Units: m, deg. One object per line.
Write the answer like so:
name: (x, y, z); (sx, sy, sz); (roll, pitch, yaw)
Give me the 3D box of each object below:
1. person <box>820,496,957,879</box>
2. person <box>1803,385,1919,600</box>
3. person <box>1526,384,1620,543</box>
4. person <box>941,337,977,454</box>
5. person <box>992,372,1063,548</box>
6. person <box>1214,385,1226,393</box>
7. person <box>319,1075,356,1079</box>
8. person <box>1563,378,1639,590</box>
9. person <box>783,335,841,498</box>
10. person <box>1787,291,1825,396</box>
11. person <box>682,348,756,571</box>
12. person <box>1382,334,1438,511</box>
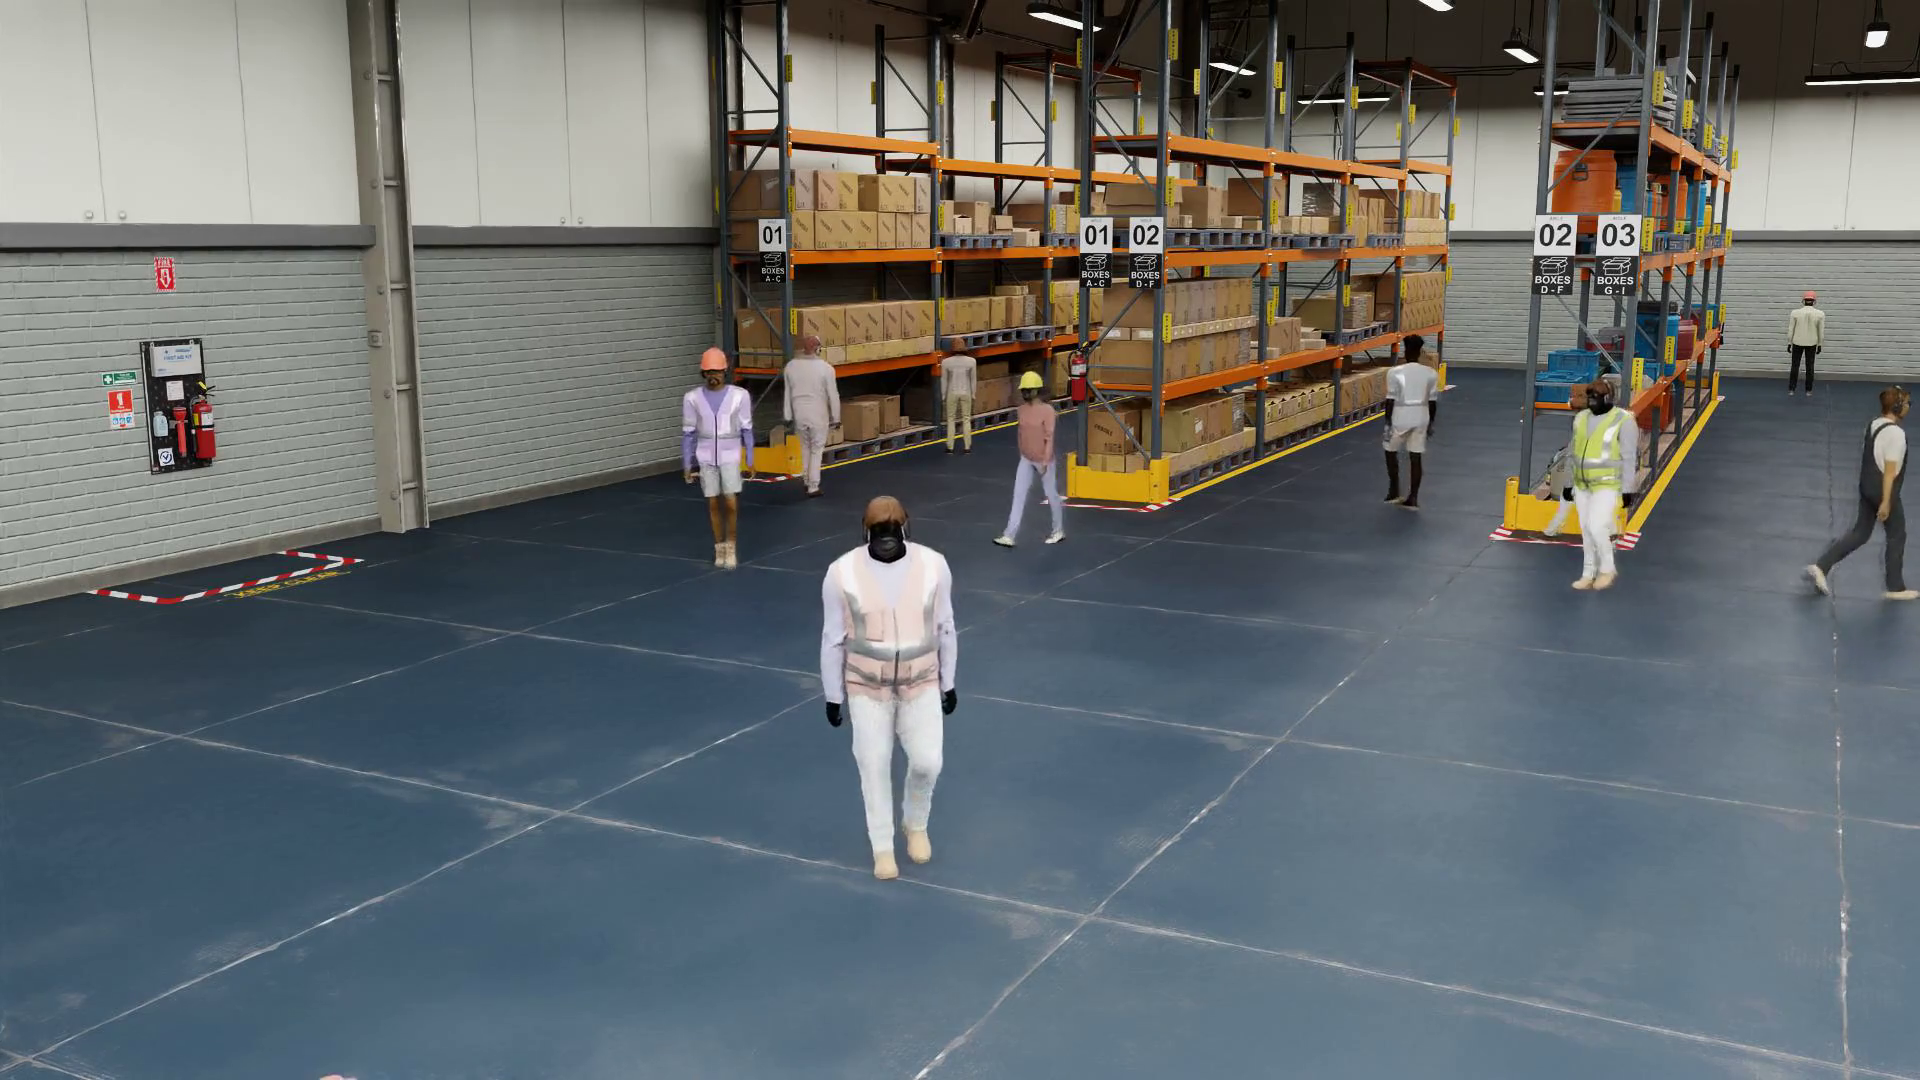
person: (-0.335, 0.695, 7.871); (0.661, 1.830, 0.447); (-2, 11, -8)
person: (7.568, -0.382, 13.810); (0.884, 1.818, 0.513); (0, 10, -1)
person: (6.105, -0.732, 16.337); (0.890, 1.587, 0.502); (4, 11, 19)
person: (-0.016, -1.995, 23.121); (0.501, 1.629, 0.287); (-1, 10, -3)
person: (0.713, -0.774, 16.179); (0.536, 1.715, 0.905); (9, 14, 41)
person: (3.845, -2.537, 25.349); (0.584, 1.882, 0.344); (5, 12, 26)
person: (-0.831, 1.655, 2.498); (0.437, 1.885, 0.658); (-6, 12, -30)
person: (5.424, -0.462, 14.179); (0.450, 1.829, 0.659); (-5, 12, -27)
person: (-1.678, -1.450, 19.416); (0.668, 1.883, 0.664); (4, 11, 22)
person: (16.060, -3.735, 31.604); (0.613, 1.988, 0.402); (4, 11, 21)
person: (-2.192, -0.709, 14.997); (0.649, 2.021, 0.722); (0, 10, 0)
person: (4.975, -1.317, 18.514); (0.640, 1.940, 0.658); (-1, 10, -7)
